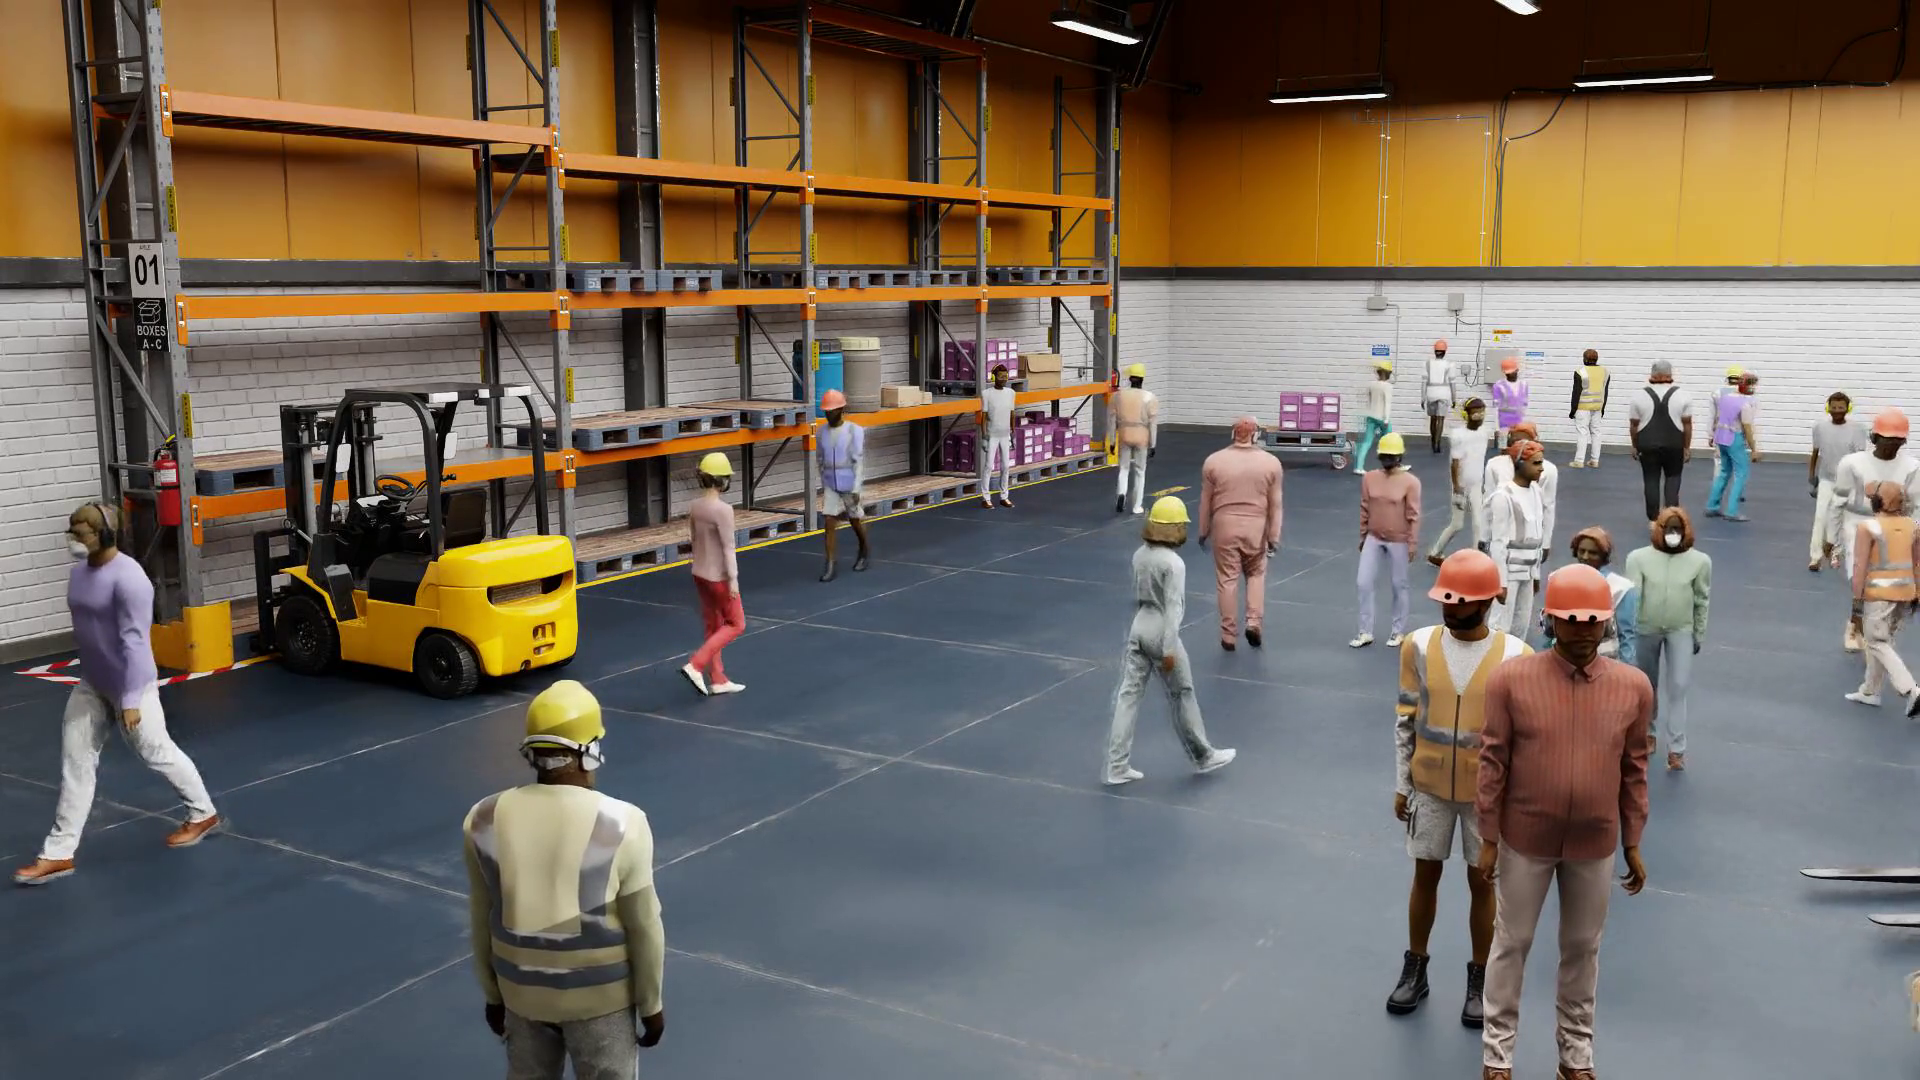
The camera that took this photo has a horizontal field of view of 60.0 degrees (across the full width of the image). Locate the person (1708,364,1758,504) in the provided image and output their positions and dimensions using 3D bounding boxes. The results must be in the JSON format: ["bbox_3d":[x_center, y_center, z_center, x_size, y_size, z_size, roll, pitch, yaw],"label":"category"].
[{"bbox_3d":[10.126,-1.384,21.812,0.604,1.825,0.403,7,11,36],"label":"person"}]

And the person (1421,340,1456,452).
[{"bbox_3d":[8.097,-2.440,28.163,0.557,1.901,0.946,5,10,27],"label":"person"}]

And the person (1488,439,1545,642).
[{"bbox_3d":[3.837,0.241,11.503,0.573,1.876,0.346,-9,13,-43],"label":"person"}]

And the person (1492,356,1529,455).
[{"bbox_3d":[7.609,-1.587,22.865,0.676,1.885,0.444,-3,10,-18],"label":"person"}]

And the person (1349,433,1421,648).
[{"bbox_3d":[3.390,0.021,13.286,0.539,1.739,0.697,7,12,38],"label":"person"}]

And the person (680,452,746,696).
[{"bbox_3d":[-1.751,0.257,11.738,0.463,1.753,0.541,-7,11,-36],"label":"person"}]

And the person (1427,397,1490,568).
[{"bbox_3d":[5.003,-0.531,16.526,0.516,1.820,0.801,-3,10,-17],"label":"person"}]

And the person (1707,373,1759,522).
[{"bbox_3d":[9.398,-1.130,20.242,0.397,1.809,0.636,0,9,0],"label":"person"}]

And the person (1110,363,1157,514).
[{"bbox_3d":[2.147,-1.245,20.656,0.599,1.906,0.588,3,10,18],"label":"person"}]

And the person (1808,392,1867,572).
[{"bbox_3d":[8.837,-0.572,16.755,0.540,1.820,0.975,5,10,28],"label":"person"}]

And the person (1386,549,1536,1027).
[{"bbox_3d":[2.006,0.985,6.663,0.547,1.934,0.376,5,10,28],"label":"person"}]

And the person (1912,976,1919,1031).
[{"bbox_3d":[3.908,1.057,6.048,0.639,1.979,0.570,-3,10,-17],"label":"person"}]

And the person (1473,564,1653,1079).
[{"bbox_3d":[2.155,1.065,5.965,0.608,1.996,0.382,1,9,4],"label":"person"}]

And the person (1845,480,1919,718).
[{"bbox_3d":[6.356,0.402,11.314,0.531,1.610,0.704,-3,9,-16],"label":"person"}]

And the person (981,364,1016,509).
[{"bbox_3d":[0.493,-1.323,21.311,0.512,1.860,0.318,-5,10,-27],"label":"person"}]

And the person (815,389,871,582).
[{"bbox_3d":[-1.145,-0.567,16.482,0.539,1.902,0.885,3,10,20],"label":"person"}]

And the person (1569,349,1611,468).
[{"bbox_3d":[9.743,-2.039,25.821,0.621,1.845,0.429,-2,9,-15],"label":"person"}]

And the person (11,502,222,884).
[{"bbox_3d":[-4.280,0.737,8.420,0.646,1.885,1.055,6,11,31],"label":"person"}]

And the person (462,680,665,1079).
[{"bbox_3d":[-1.157,1.319,4.938,0.595,1.823,0.403,2,9,12],"label":"person"}]

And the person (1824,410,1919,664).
[{"bbox_3d":[7.070,-0.022,12.829,0.629,1.963,1.106,2,9,11],"label":"person"}]

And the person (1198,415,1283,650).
[{"bbox_3d":[2.238,-0.058,13.324,0.653,1.886,0.445,1,9,6],"label":"person"}]

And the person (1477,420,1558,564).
[{"bbox_3d":[4.436,-0.034,13.232,0.600,1.866,0.544,6,11,33],"label":"person"}]

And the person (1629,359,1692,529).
[{"bbox_3d":[8.233,-1.140,19.592,0.700,2.000,0.542,4,10,23],"label":"person"}]

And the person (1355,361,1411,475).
[{"bbox_3d":[6.291,-1.811,24.817,0.918,1.705,0.543,-5,10,-27],"label":"person"}]

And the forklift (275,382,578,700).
[{"bbox_3d":[-3.974,-0.067,12.417,2.313,2.155,1.214,5,11,30],"label":"forklift"}]

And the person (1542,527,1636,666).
[{"bbox_3d":[3.428,0.736,9.171,0.538,1.613,0.635,8,12,40],"label":"person"}]

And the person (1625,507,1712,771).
[{"bbox_3d":[4.297,0.594,10.151,0.500,1.590,0.852,3,10,20],"label":"person"}]

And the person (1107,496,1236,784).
[{"bbox_3d":[1.234,0.586,9.853,0.876,1.698,0.505,-5,10,-29],"label":"person"}]
